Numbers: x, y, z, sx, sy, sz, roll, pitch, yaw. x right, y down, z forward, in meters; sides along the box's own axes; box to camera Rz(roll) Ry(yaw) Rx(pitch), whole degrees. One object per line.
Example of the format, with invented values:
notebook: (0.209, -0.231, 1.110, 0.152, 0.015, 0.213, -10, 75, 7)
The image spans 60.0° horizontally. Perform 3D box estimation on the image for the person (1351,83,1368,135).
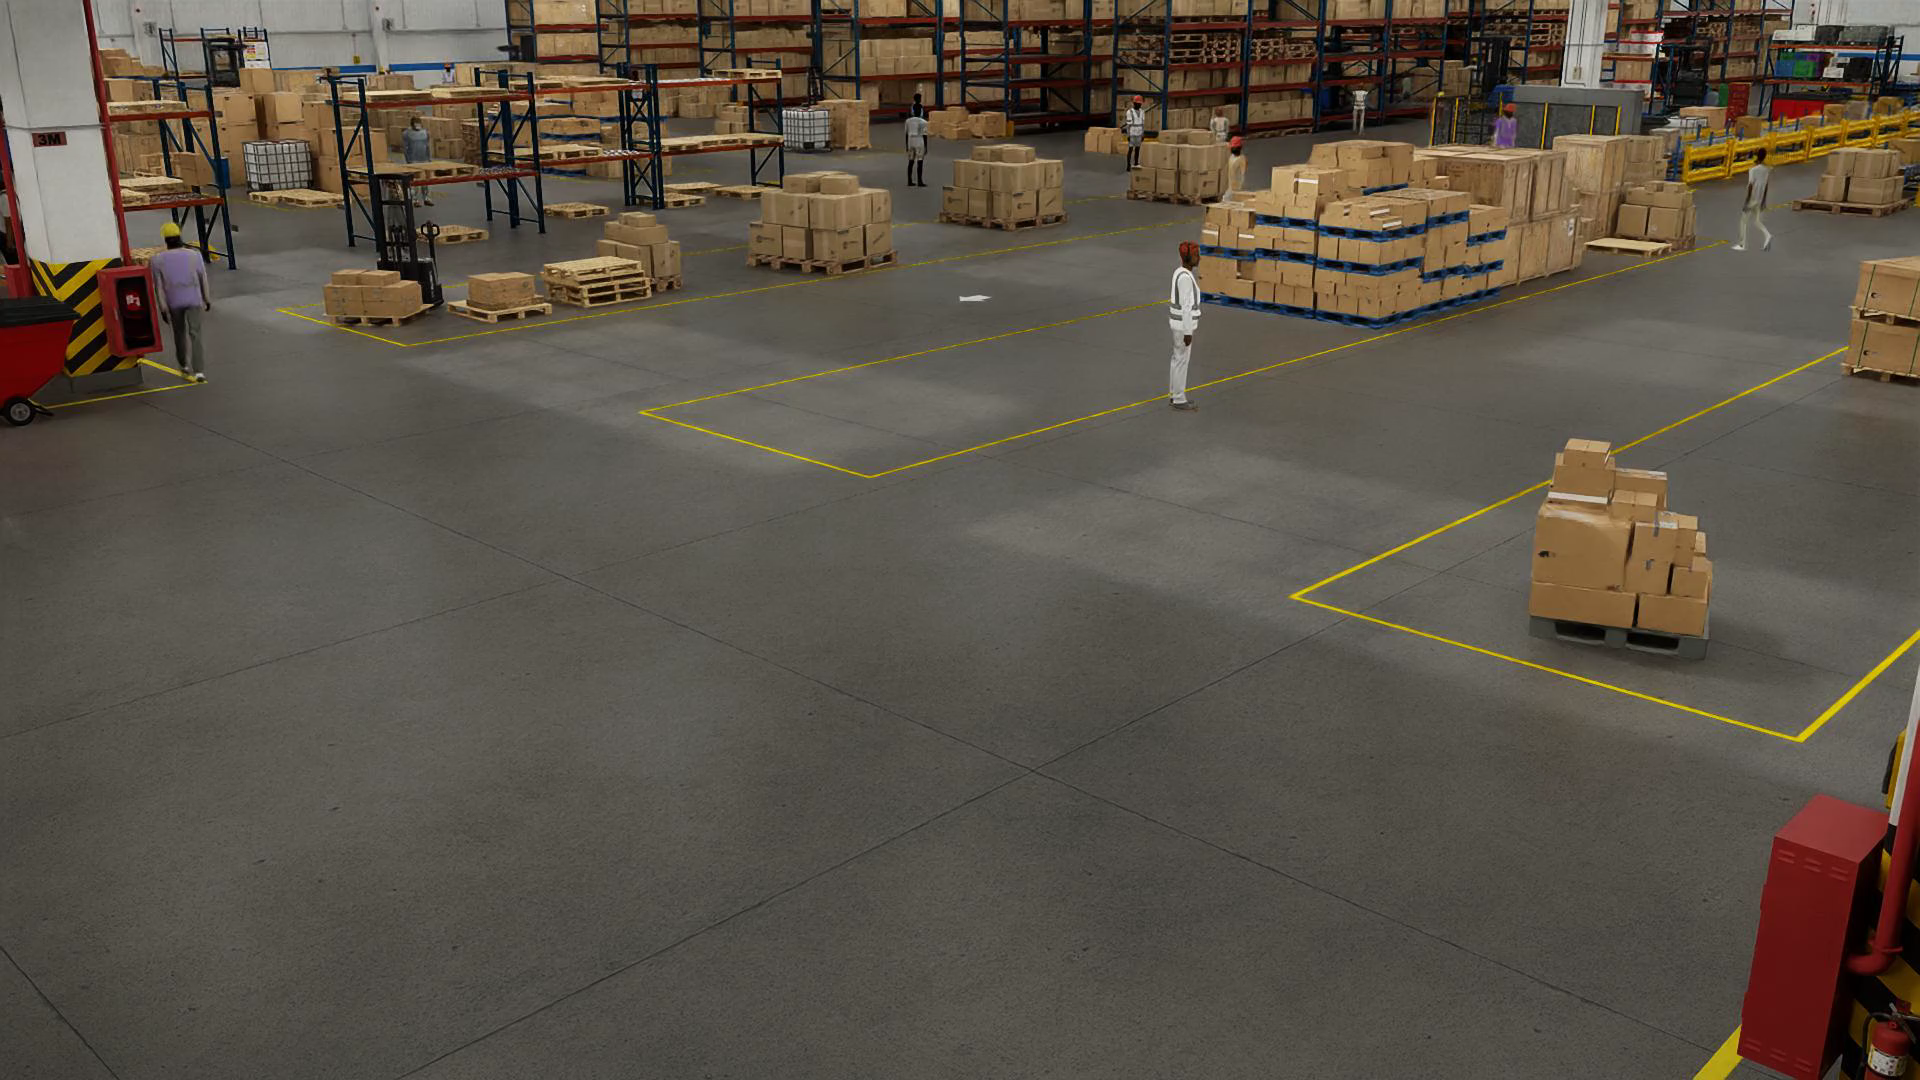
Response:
person: (12.868, -13.900, 53.604, 0.523, 1.636, 0.310, 3, 19, 10)

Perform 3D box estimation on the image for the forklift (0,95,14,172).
forklift: (-24.269, -10.815, 42.365, 1.129, 2.768, 1.873, 17, 25, 41)

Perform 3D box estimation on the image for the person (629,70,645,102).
person: (-10.898, -14.845, 56.033, 0.591, 1.913, 0.398, -15, 23, -38)

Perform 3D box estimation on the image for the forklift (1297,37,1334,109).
forklift: (13.182, -16.850, 60.548, 1.129, 2.768, 1.873, 17, 25, 41)

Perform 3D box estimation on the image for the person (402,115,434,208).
person: (-11.655, -8.154, 35.822, 0.372, 1.940, 0.632, 16, 24, 40)

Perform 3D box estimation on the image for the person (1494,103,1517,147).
person: (13.066, -9.485, 39.853, 0.577, 1.921, 0.401, -6, 19, -17)

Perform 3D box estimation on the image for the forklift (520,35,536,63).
forklift: (-16.455, -17.891, 63.685, 1.873, 2.768, 1.129, 0, 18, -1)

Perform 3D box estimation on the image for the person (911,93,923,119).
person: (-1.226, -11.840, 47.318, 0.323, 1.688, 0.531, 8, 20, 23)

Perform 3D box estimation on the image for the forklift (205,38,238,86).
forklift: (-26.396, -16.579, 59.731, 1.873, 2.768, 1.129, 17, 25, 41)

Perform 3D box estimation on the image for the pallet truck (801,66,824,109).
pallet truck: (-4.812, -15.182, 56.903, 0.823, 1.965, 1.885, -9, 21, -26)

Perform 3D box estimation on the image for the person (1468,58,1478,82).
person: (21.568, -19.369, 69.897, 0.543, 1.750, 0.367, 14, 23, 35)

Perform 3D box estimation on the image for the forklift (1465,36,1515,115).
forklift: (19.973, -17.201, 61.605, 1.873, 2.768, 1.129, 16, 24, 40)

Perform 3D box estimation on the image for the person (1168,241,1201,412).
person: (2.501, -2.369, 18.478, 0.347, 1.882, 0.584, 0, 18, 1)

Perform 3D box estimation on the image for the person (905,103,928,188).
person: (-1.025, -9.338, 39.367, 0.606, 1.958, 0.378, 11, 21, 30)

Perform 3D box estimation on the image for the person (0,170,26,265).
person: (-14.080, -4.468, 24.556, 0.535, 2.000, 0.685, -8, 20, -23)

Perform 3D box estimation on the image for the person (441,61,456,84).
person: (-19.096, -16.934, 62.311, 0.563, 1.920, 0.464, -5, 19, -14)

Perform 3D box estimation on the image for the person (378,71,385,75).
person: (-19.608, -15.019, 56.670, 0.428, 1.838, 0.628, 7, 20, 20)

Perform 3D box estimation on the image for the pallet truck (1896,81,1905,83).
pallet truck: (34.802, -16.331, 61.455, 0.653, 1.274, 1.630, 17, 25, 41)

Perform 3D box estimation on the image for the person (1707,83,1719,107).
person: (24.118, -13.806, 53.347, 0.287, 1.626, 0.497, -4, 19, -12)

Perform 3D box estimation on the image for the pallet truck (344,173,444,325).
pallet truck: (-8.209, -4.181, 23.757, 0.823, 1.965, 1.885, 3, 19, 9)

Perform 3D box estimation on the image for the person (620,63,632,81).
person: (-12.022, -16.124, 59.759, 0.437, 1.978, 0.657, 12, 22, 32)

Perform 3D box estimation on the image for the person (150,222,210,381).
person: (-9.354, -2.874, 20.022, 0.592, 1.876, 1.008, -8, 20, -23)

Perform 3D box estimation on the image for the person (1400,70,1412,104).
person: (16.787, -16.829, 62.451, 0.506, 1.611, 0.688, -14, 23, -36)

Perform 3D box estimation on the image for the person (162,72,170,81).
person: (-25.962, -14.357, 54.540, 0.657, 1.918, 0.485, -7, 19, -19)

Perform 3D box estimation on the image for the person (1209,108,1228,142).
person: (6.650, -10.322, 42.889, 0.520, 1.597, 0.854, -1, 18, -2)

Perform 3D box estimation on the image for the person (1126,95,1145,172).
person: (4.518, -10.426, 42.693, 0.541, 1.930, 0.385, -10, 21, -28)

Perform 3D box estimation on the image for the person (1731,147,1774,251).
person: (14.225, -6.053, 29.651, 0.507, 1.848, 0.721, -7, 20, -21)

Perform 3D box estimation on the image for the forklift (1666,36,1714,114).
forklift: (27.341, -17.291, 61.877, 1.129, 2.768, 1.873, 17, 25, 41)

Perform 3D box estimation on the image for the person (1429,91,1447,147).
person: (13.563, -11.821, 47.182, 0.543, 1.743, 0.703, 13, 22, 34)

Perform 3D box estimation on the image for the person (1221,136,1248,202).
person: (5.068, -6.546, 31.005, 0.657, 1.914, 0.583, -8, 20, -22)
